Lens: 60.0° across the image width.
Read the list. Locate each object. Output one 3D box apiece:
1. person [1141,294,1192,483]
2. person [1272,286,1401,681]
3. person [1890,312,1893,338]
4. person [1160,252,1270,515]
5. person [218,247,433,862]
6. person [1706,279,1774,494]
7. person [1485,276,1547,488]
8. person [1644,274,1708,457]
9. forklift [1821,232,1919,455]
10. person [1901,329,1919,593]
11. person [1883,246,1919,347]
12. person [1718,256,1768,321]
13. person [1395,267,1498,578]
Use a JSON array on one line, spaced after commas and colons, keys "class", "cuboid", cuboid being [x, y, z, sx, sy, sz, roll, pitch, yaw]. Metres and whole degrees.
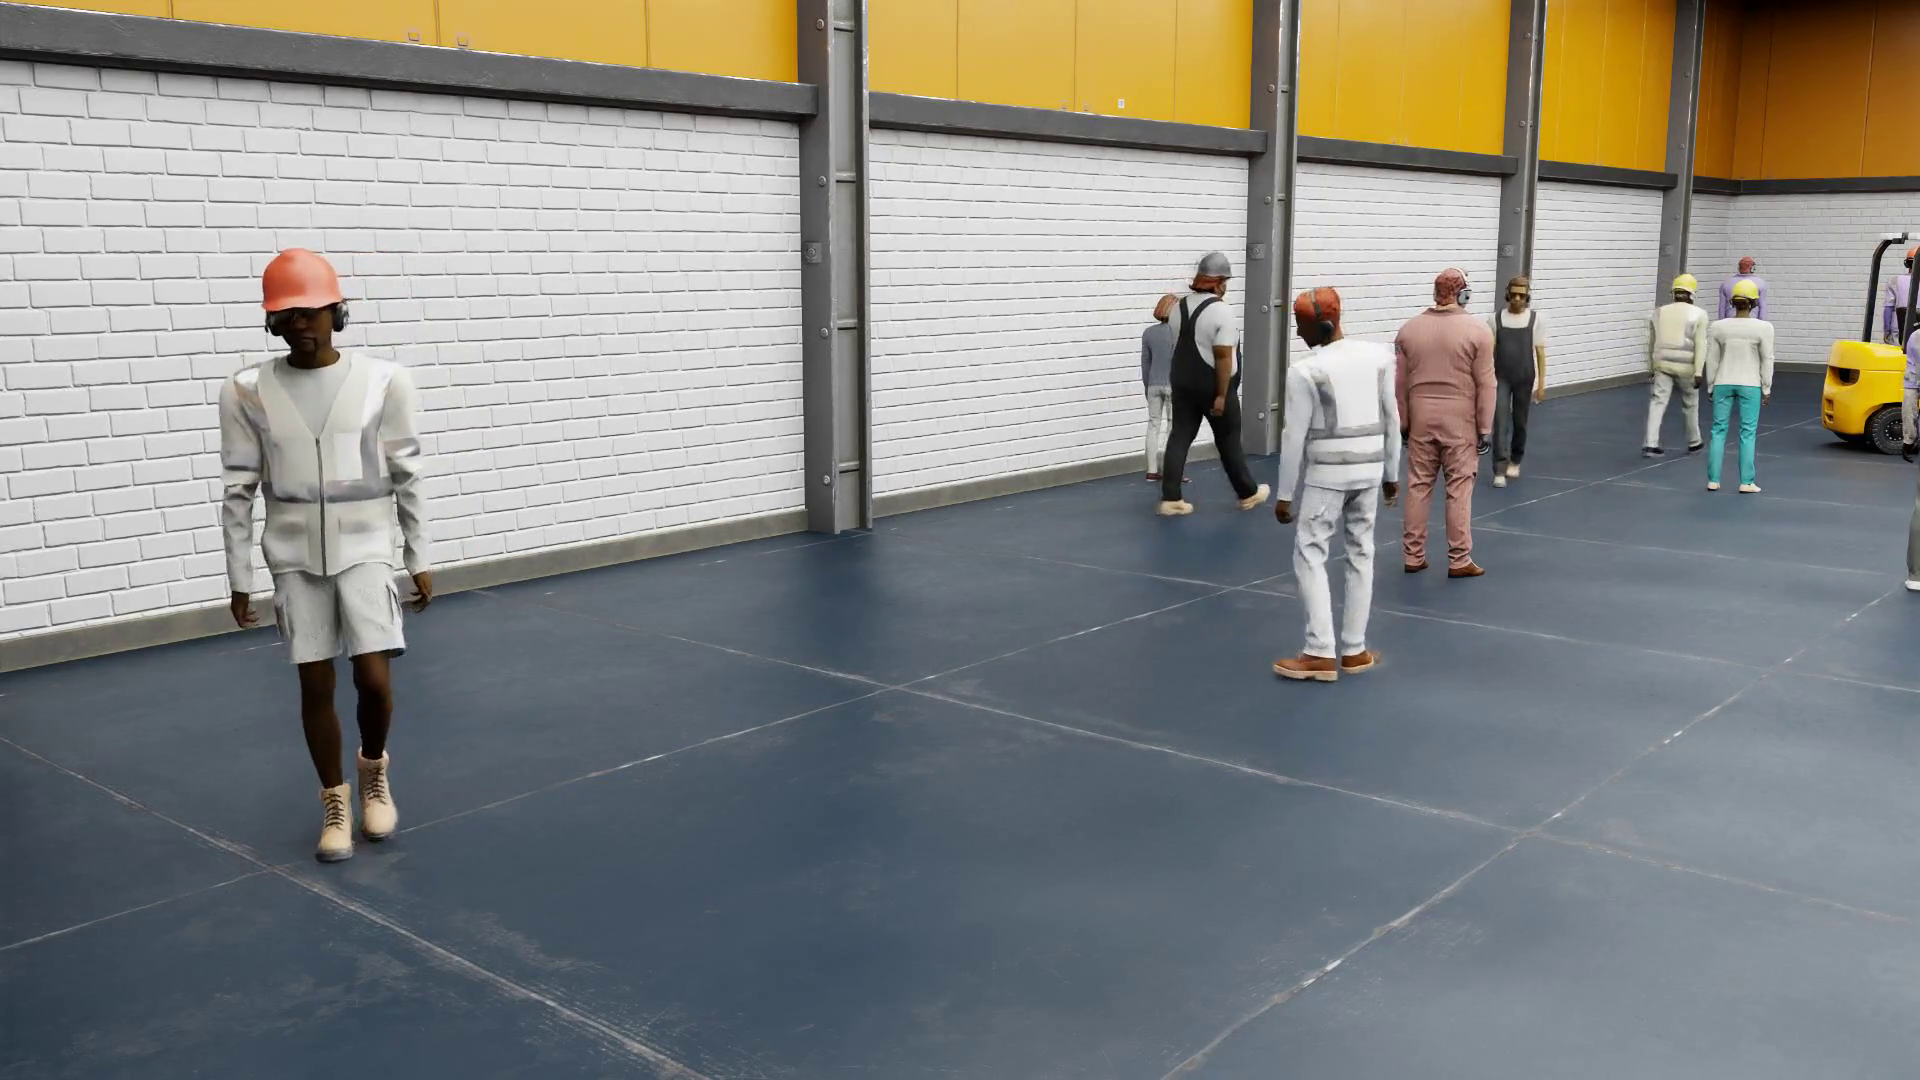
[{"class": "person", "cuboid": [1.793, -1.305, 14.394, 0.500, 1.633, 0.280, 8, 13, 40]}, {"class": "person", "cuboid": [1.789, -0.259, 7.835, 0.678, 1.854, 0.365, -4, 11, -20]}, {"class": "person", "cuboid": [13.859, -3.105, 24.729, 0.684, 1.610, 0.554, 8, 13, 39]}, {"class": "person", "cuboid": [1.936, -1.213, 12.713, 1.002, 2.000, 0.696, -8, 13, -37]}, {"class": "person", "cuboid": [-2.079, 0.066, 5.468, 0.642, 2.026, 0.427, -2, 10, -13]}, {"class": "person", "cuboid": [6.458, -1.268, 13.798, 0.525, 1.772, 0.309, 8, 13, 40]}, {"class": "person", "cuboid": [4.786, -1.383, 14.386, 0.515, 1.805, 0.935, 3, 10, 18]}, {"class": "person", "cuboid": [6.987, -1.690, 16.197, 0.947, 1.773, 0.606, -9, 13, -42]}, {"class": "forklift", "cuboid": [9.955, -1.972, 16.595, 2.313, 2.155, 1.214, 1, 10, 8]}, {"class": "person", "cuboid": [5.810, -0.627, 9.698, 0.588, 1.927, 0.371, 8, 13, 40]}, {"class": "person", "cuboid": [12.013, -2.676, 21.034, 0.607, 2.044, 0.379, 8, 13, 40]}, {"class": "person", "cuboid": [11.000, -3.018, 23.370, 0.641, 1.908, 0.407, 8, 13, 40]}, {"class": "person", "cuboid": [3.009, -0.716, 10.282, 0.652, 1.906, 0.401, 8, 13, 39]}]
